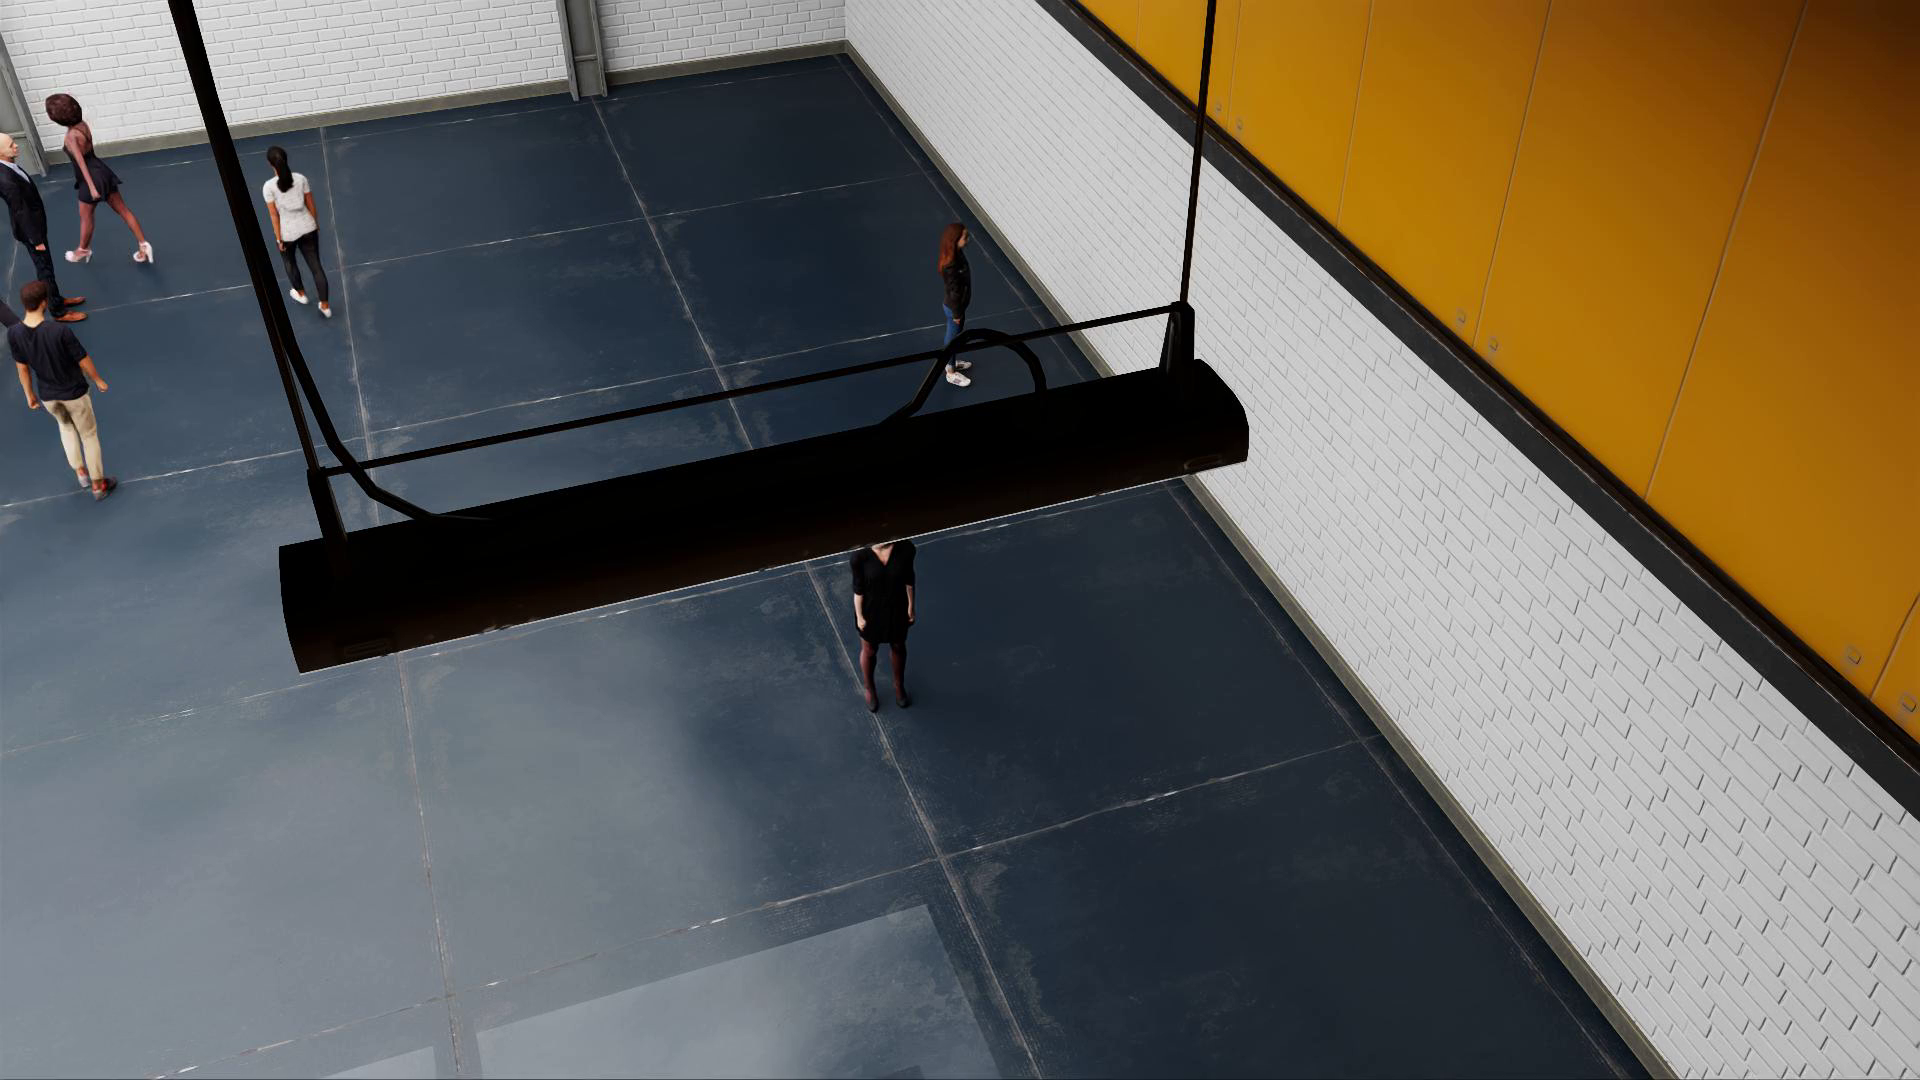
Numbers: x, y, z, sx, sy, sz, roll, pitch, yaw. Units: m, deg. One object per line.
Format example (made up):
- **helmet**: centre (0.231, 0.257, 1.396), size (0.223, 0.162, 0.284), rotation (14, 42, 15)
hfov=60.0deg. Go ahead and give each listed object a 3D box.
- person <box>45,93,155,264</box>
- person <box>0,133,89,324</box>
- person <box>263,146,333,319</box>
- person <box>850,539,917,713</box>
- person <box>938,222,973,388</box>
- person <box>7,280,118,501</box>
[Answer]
- **person**: centre (-8.032, -3.351, 15.649), size (1.113, 1.749, 0.829), rotation (0, 39, 0)
- **person**: centre (-8.347, -2.811, 14.933), size (0.613, 1.800, 0.707), rotation (-18, 42, -21)
- **person**: centre (-5.937, -2.739, 14.980), size (0.822, 1.628, 0.781), rotation (-26, 45, -29)
- **person**: centre (-0.503, 0.449, 10.931), size (0.451, 1.701, 0.650), rotation (-11, 40, -13)
- **person**: centre (-0.046, -2.039, 14.218), size (0.618, 1.485, 0.623), rotation (1, 39, 1)
- **person**: centre (-6.880, -1.068, 12.728), size (0.656, 1.828, 0.807), rotation (-1, 39, -2)
